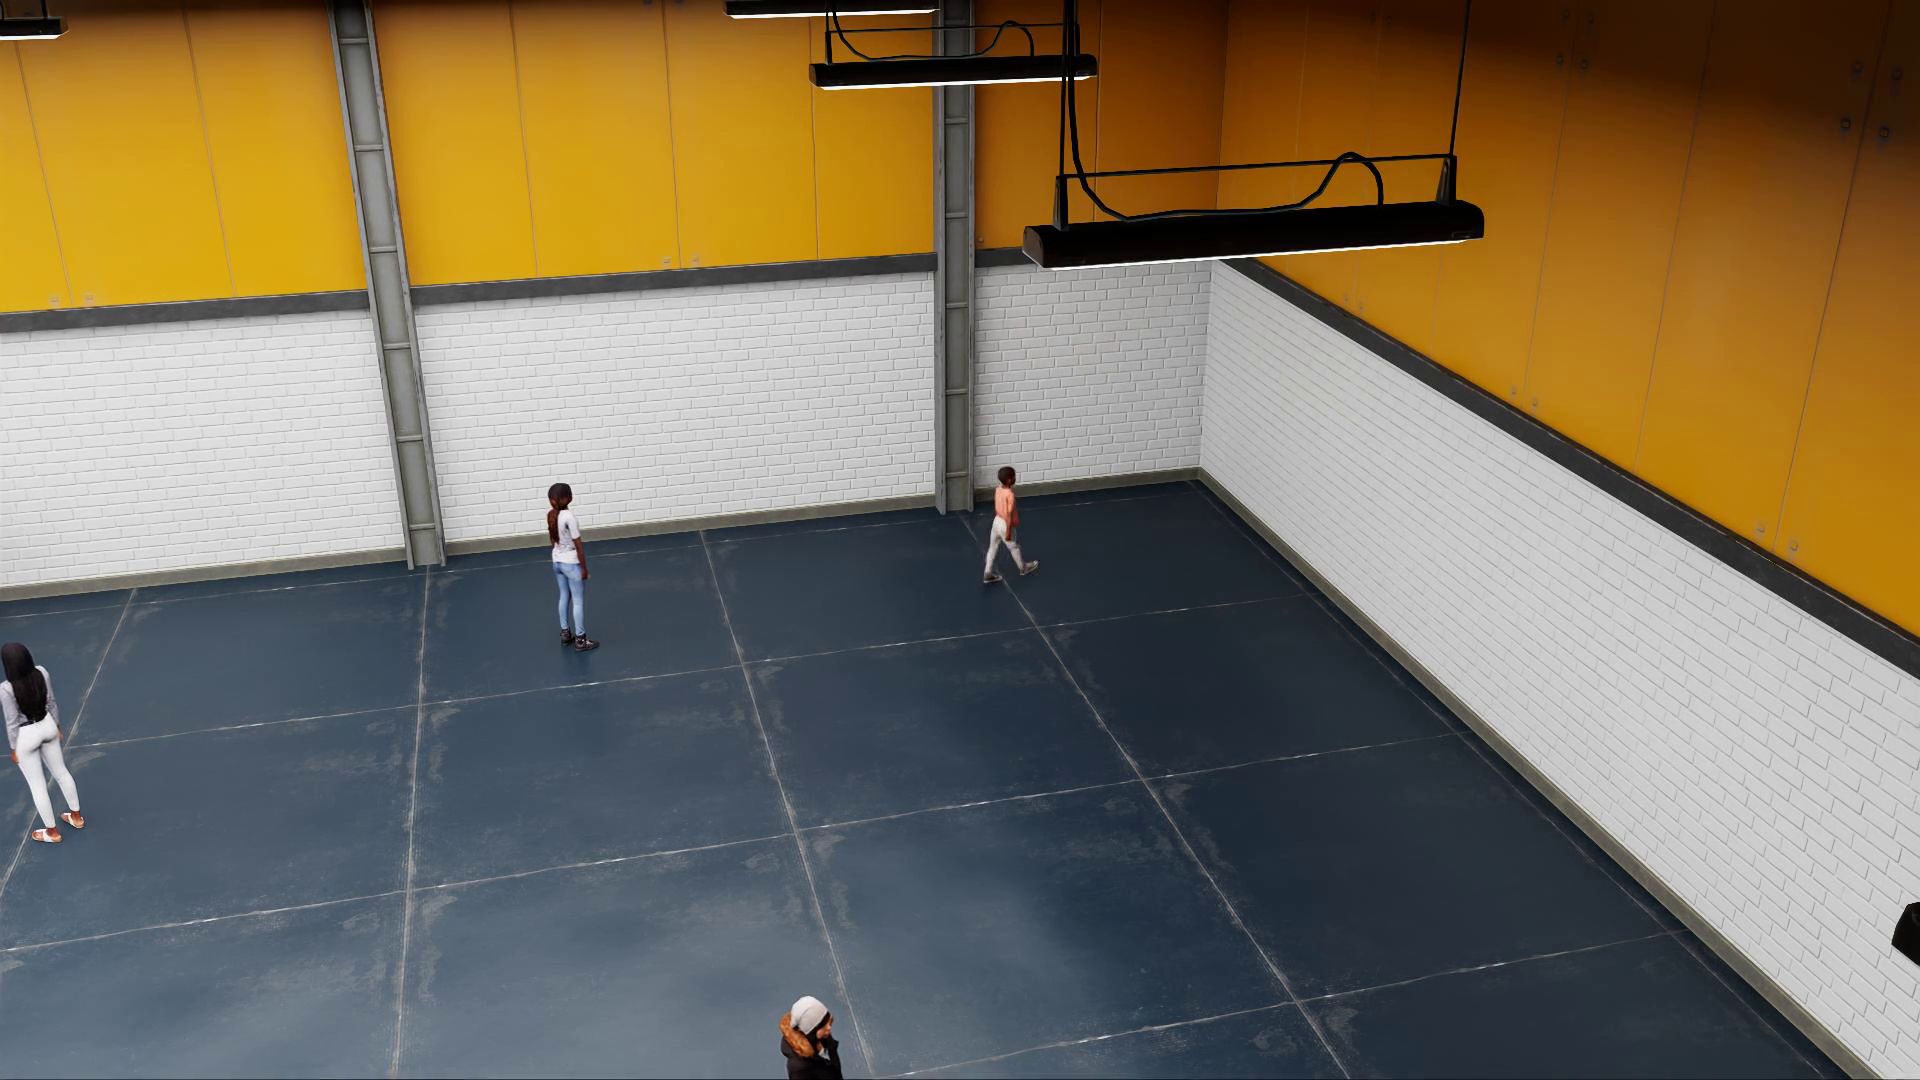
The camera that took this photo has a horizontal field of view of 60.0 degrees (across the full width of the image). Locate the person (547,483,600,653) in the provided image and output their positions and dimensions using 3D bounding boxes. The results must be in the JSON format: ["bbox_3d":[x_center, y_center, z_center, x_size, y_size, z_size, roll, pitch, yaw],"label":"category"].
[{"bbox_3d":[-3.805,0.247,16.153,0.670,1.719,0.695,19,30,37],"label":"person"}]

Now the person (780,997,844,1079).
[{"bbox_3d":[-0.814,3.251,9.386,0.761,1.634,0.737,5,24,11],"label":"person"}]

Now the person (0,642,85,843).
[{"bbox_3d":[-7.292,1.571,13.118,0.706,1.724,0.670,10,26,22],"label":"person"}]

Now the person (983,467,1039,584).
[{"bbox_3d":[0.415,-0.131,17.569,0.939,1.278,0.669,-14,27,-29],"label":"person"}]
